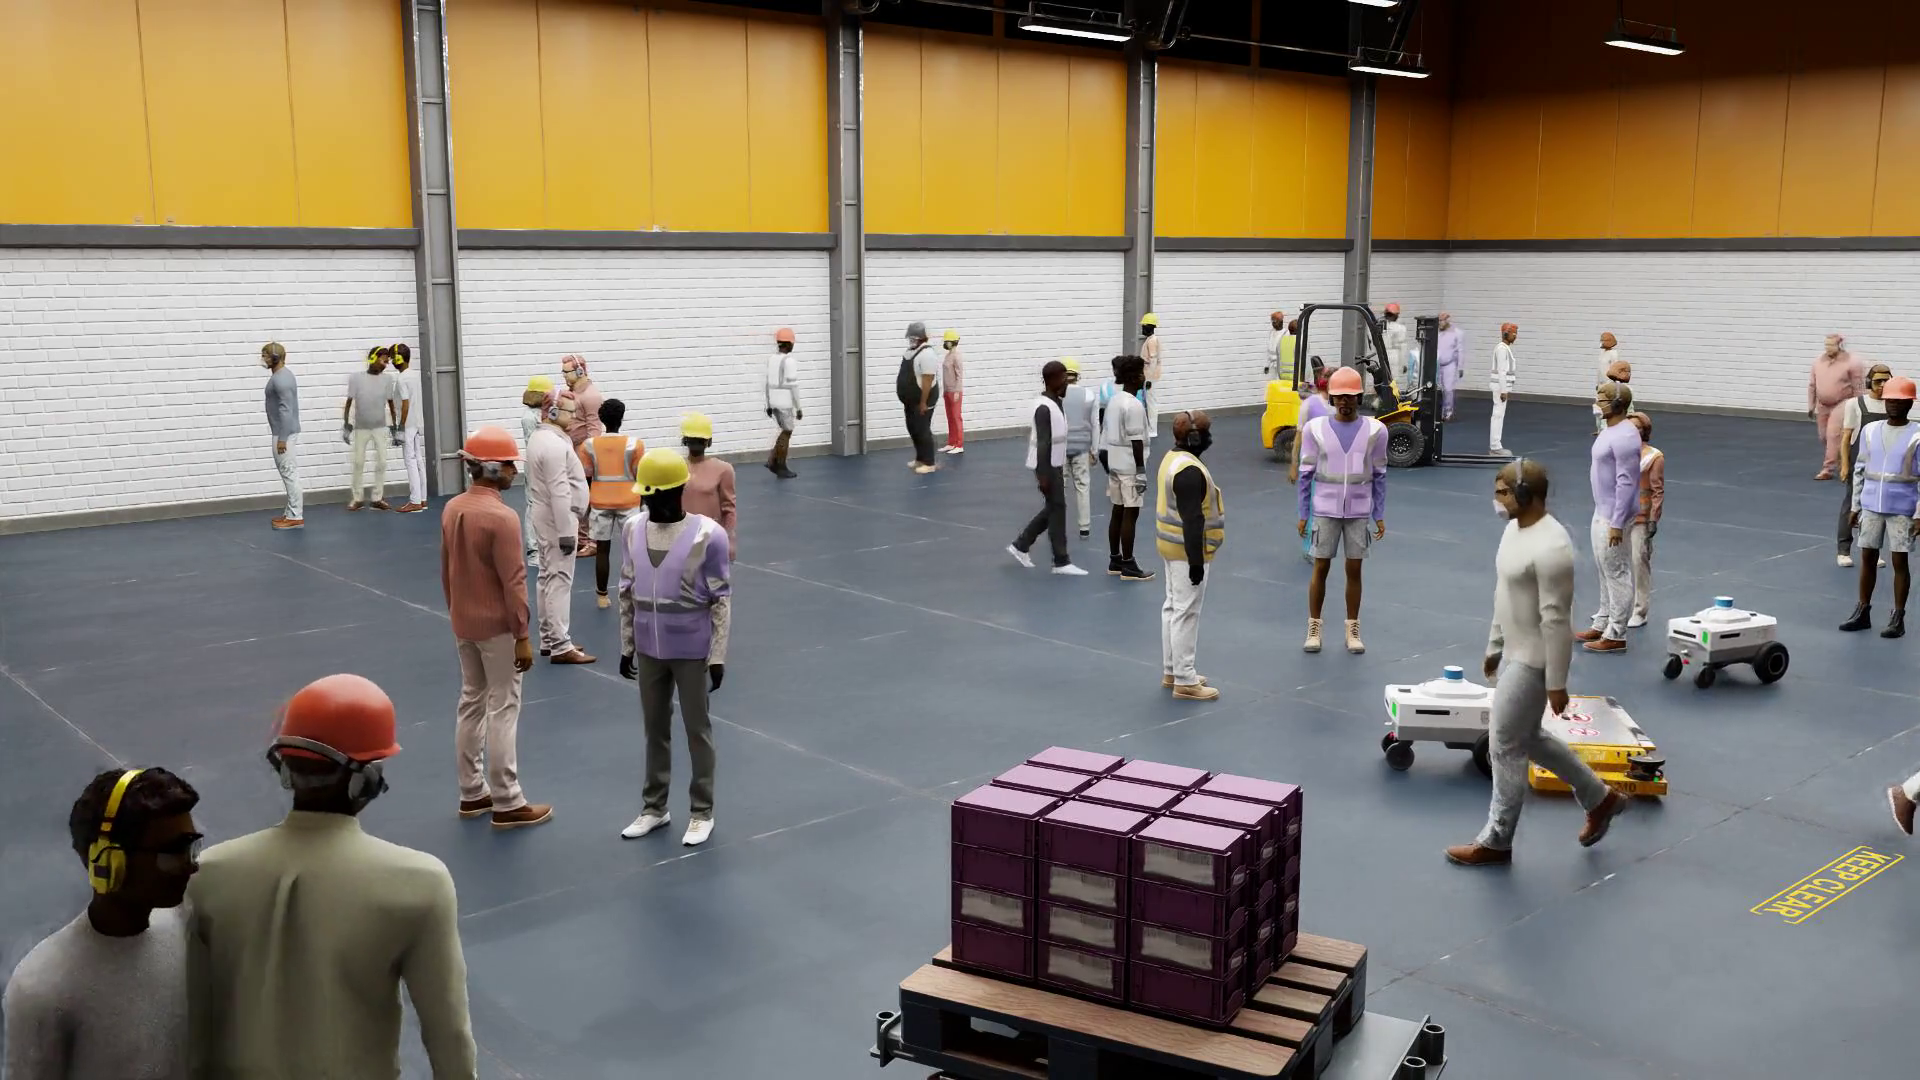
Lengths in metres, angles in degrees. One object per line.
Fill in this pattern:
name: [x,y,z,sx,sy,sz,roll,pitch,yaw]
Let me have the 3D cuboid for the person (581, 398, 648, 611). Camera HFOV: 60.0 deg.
person: [-2.732,-0.277,13.213,0.538,1.696,0.317,0,10,2]

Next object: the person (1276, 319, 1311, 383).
person: [5.182,-2.491,25.745,0.429,1.846,0.626,-8,12,-39]

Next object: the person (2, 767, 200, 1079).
person: [-1.773,1.346,3.380,0.910,1.827,0.505,0,10,2]

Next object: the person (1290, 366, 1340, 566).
person: [3.343,-0.664,15.110,0.585,1.816,0.649,-6,11,-30]

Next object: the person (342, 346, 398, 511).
person: [-6.556,-1.225,18.402,0.617,1.829,0.461,-6,11,-31]

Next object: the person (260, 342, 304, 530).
person: [-7.002,-1.078,17.197,0.355,1.936,0.637,-4,10,-21]

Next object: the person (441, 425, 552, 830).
person: [-2.307,0.426,8.233,0.619,1.990,0.395,9,13,42]

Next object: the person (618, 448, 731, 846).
person: [-1.381,0.509,7.965,0.584,1.919,0.381,4,10,21]

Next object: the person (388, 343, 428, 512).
person: [-6.087,-1.231,18.310,0.326,1.865,0.519,0,10,1]

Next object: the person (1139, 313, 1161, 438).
person: [2.945,-2.553,25.851,0.352,1.929,0.594,1,10,5]

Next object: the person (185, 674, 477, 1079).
person: [-1.383,1.271,3.557,0.624,1.913,1.103,1,10,7]

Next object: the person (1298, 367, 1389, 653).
person: [2.704,-0.203,11.769,0.615,2.041,0.388,1,10,7]

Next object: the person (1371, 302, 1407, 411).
person: [7.422,-3.092,28.744,0.465,2.029,0.619,-8,13,-40]

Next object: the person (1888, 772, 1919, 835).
person: [4.966,0.691,7.877,0.858,1.590,0.513,8,13,41]

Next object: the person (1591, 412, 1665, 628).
person: [5.112,-0.161,12.685,0.305,1.645,0.522,-5,11,-29]

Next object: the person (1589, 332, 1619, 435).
person: [10.070,-2.419,25.938,0.277,1.631,0.506,-1,10,-7]

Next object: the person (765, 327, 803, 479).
person: [-2.212,-1.729,21.061,0.404,1.919,0.569,-8,13,-39]

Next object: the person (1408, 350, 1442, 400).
person: [7.260,-2.411,26.007,0.511,1.593,0.868,2,10,12]

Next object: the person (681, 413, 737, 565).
person: [-1.837,0.011,11.384,0.623,1.754,0.310,0,10,2]

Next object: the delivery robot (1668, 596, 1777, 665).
delivery robot: [5.054,0.619,11.031,0.707,0.478,0.477,-5,11,-25]

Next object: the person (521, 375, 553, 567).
person: [-3.815,-0.632,15.159,0.297,1.744,0.484,1,10,3]

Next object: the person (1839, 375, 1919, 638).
person: [6.882,-0.250,12.333,0.343,1.942,0.552,-7,12,-36]

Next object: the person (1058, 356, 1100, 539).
person: [1.085,-0.911,16.535,0.601,1.827,0.403,-1,10,-4]

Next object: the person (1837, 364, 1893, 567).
person: [8.244,-0.668,15.065,0.505,1.847,0.344,1,10,4]

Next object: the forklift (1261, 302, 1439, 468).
forklift: [5.320,-2.157,22.763,2.313,2.155,1.214,3,10,16]

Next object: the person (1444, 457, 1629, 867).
person: [2.711,0.567,7.674,0.792,1.910,0.643,1,10,6]

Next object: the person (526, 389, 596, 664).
person: [-2.771,-0.095,11.553,0.406,1.902,0.636,-4,11,-24]

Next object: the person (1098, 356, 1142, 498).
person: [1.810,-1.258,18.961,0.554,1.684,0.366,5,11,25]

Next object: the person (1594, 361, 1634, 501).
person: [7.474,-1.229,18.966,0.286,1.633,0.504,-4,11,-24]

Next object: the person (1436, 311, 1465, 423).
person: [8.134,-2.904,28.037,0.663,1.884,0.500,8,12,38]

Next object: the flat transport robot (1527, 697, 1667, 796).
flat transport robot: [3.434,1.104,9.295,0.652,0.197,1.431,2,10,9]

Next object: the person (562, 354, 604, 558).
person: [-3.583,-0.791,15.623,0.407,1.904,0.639,-6,12,-33]

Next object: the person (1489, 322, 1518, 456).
person: [7.665,-2.126,23.486,0.356,1.886,0.573,3,10,18]

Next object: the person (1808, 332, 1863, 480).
person: [11.127,-1.704,21.080,0.796,1.871,0.686,-5,11,-27]

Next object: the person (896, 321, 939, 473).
person: [-0.554,-1.878,21.579,0.556,2.000,0.727,-4,10,-22]

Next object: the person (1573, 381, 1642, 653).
person: [4.630,-0.161,11.827,0.378,1.940,0.628,2,10,11]

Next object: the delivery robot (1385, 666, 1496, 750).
delivery robot: [2.706,0.939,9.160,0.707,0.478,0.477,1,10,9]

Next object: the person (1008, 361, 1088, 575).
person: [0.785,-0.641,14.763,0.658,1.914,0.611,2,10,14]

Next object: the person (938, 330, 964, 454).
person: [-0.124,-2.117,23.782,0.313,1.768,0.527,-4,11,-23]

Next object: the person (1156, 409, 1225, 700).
person: [1.472,0.088,10.644,0.429,1.846,0.628,-1,10,-3]

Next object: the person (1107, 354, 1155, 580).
person: [1.479,-0.635,14.519,0.367,1.966,0.606,-3,10,-17]

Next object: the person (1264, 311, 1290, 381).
person: [5.502,-2.978,28.509,0.483,1.872,0.672,-4,11,-24]
